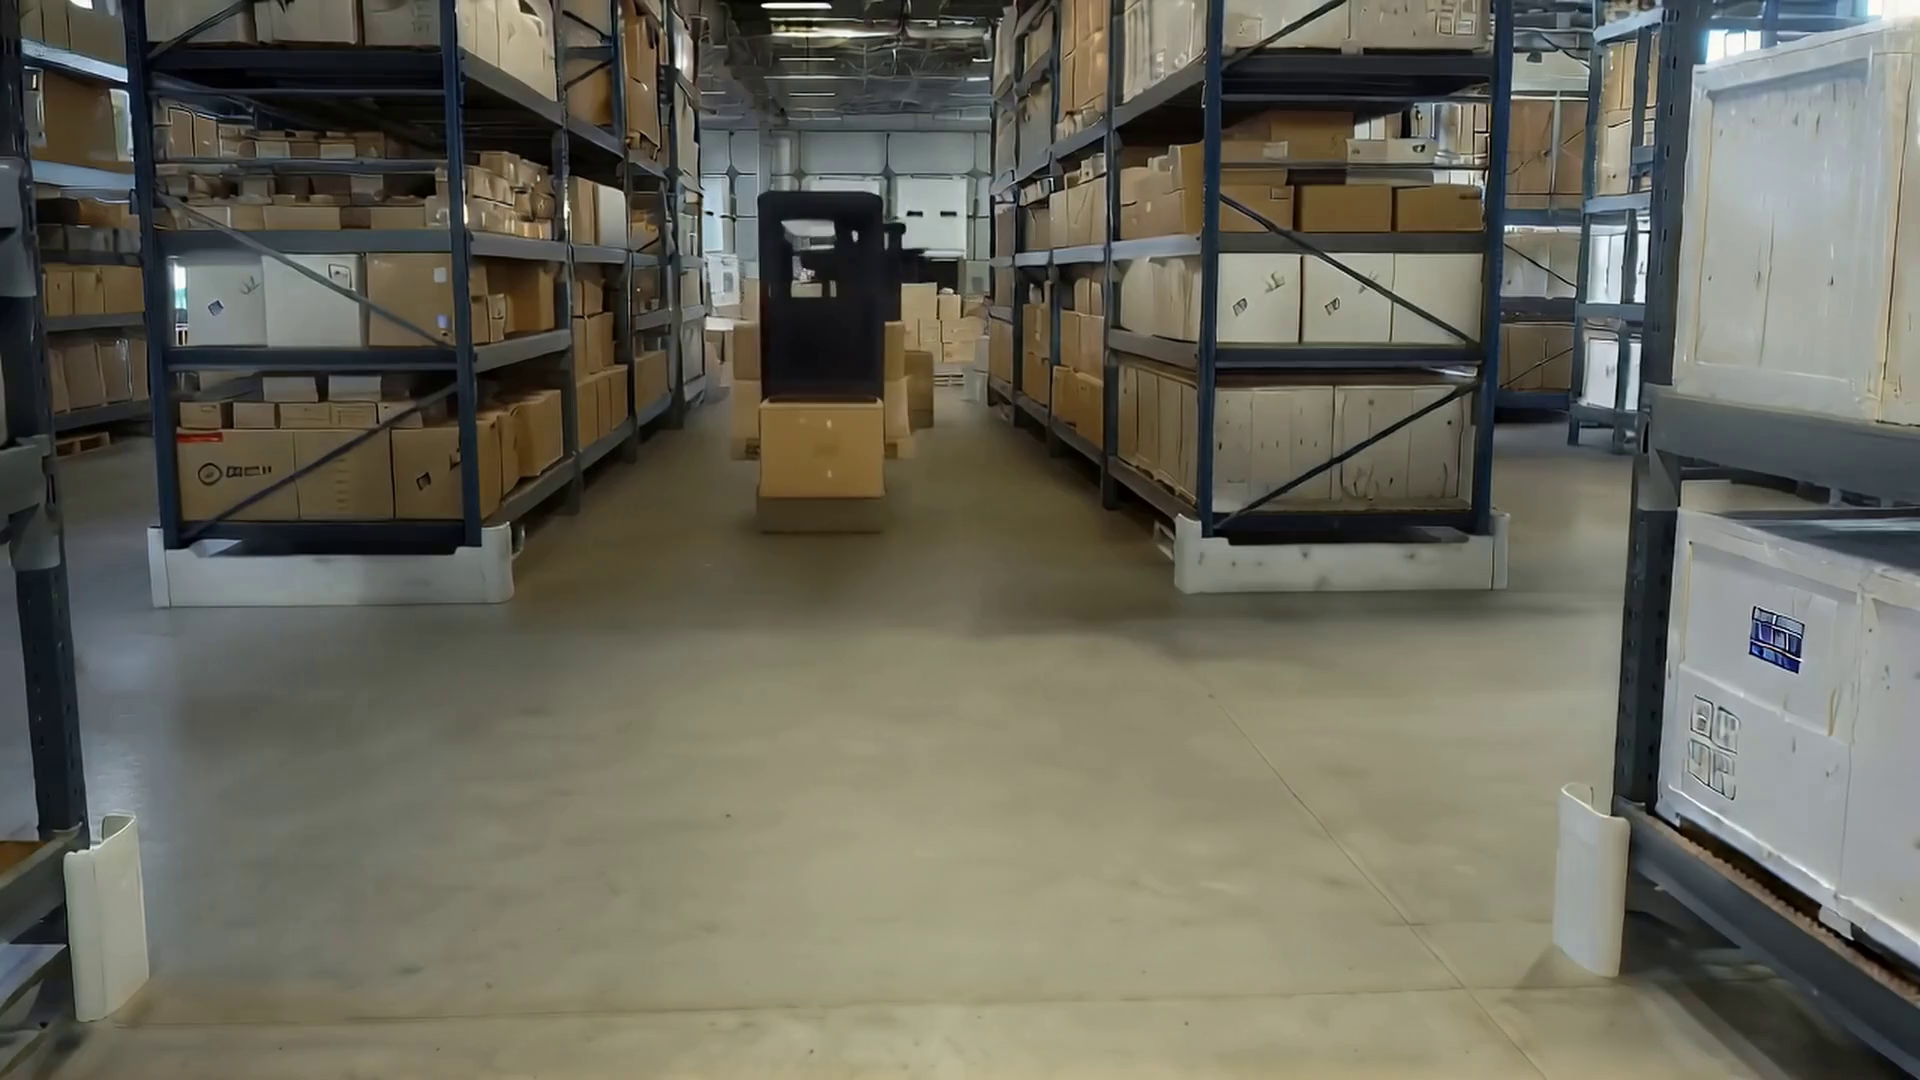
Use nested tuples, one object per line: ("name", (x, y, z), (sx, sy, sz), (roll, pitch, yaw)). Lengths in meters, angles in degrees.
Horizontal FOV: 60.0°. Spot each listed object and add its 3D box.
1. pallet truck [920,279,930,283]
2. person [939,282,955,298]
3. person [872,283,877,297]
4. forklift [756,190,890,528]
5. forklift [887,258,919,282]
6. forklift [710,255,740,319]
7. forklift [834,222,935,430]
("pallet truck", (-0.932, -8.922, 63.114), (1.885, 1.965, 0.823), (2, 9, 13))
("person", (-0.482, -8.131, 58.572), (0.656, 1.870, 1.050), (3, 10, 19))
("person", (-2.301, -5.962, 44.843), (0.633, 1.909, 0.911), (7, 11, 37))
("forklift", (-1.183, -1.584, 14.274), (1.129, 2.768, 1.873), (-1, 9, -4))
("forklift", (-1.544, -6.484, 45.045), (1.129, 2.768, 1.873), (-1, 9, -4))
("forklift", (-8.364, -8.712, 59.035), (1.129, 2.768, 1.873), (-1, 9, -4))
("forklift", (-1.216, -2.922, 22.680), (1.129, 2.768, 1.873), (-5, 10, -29))
